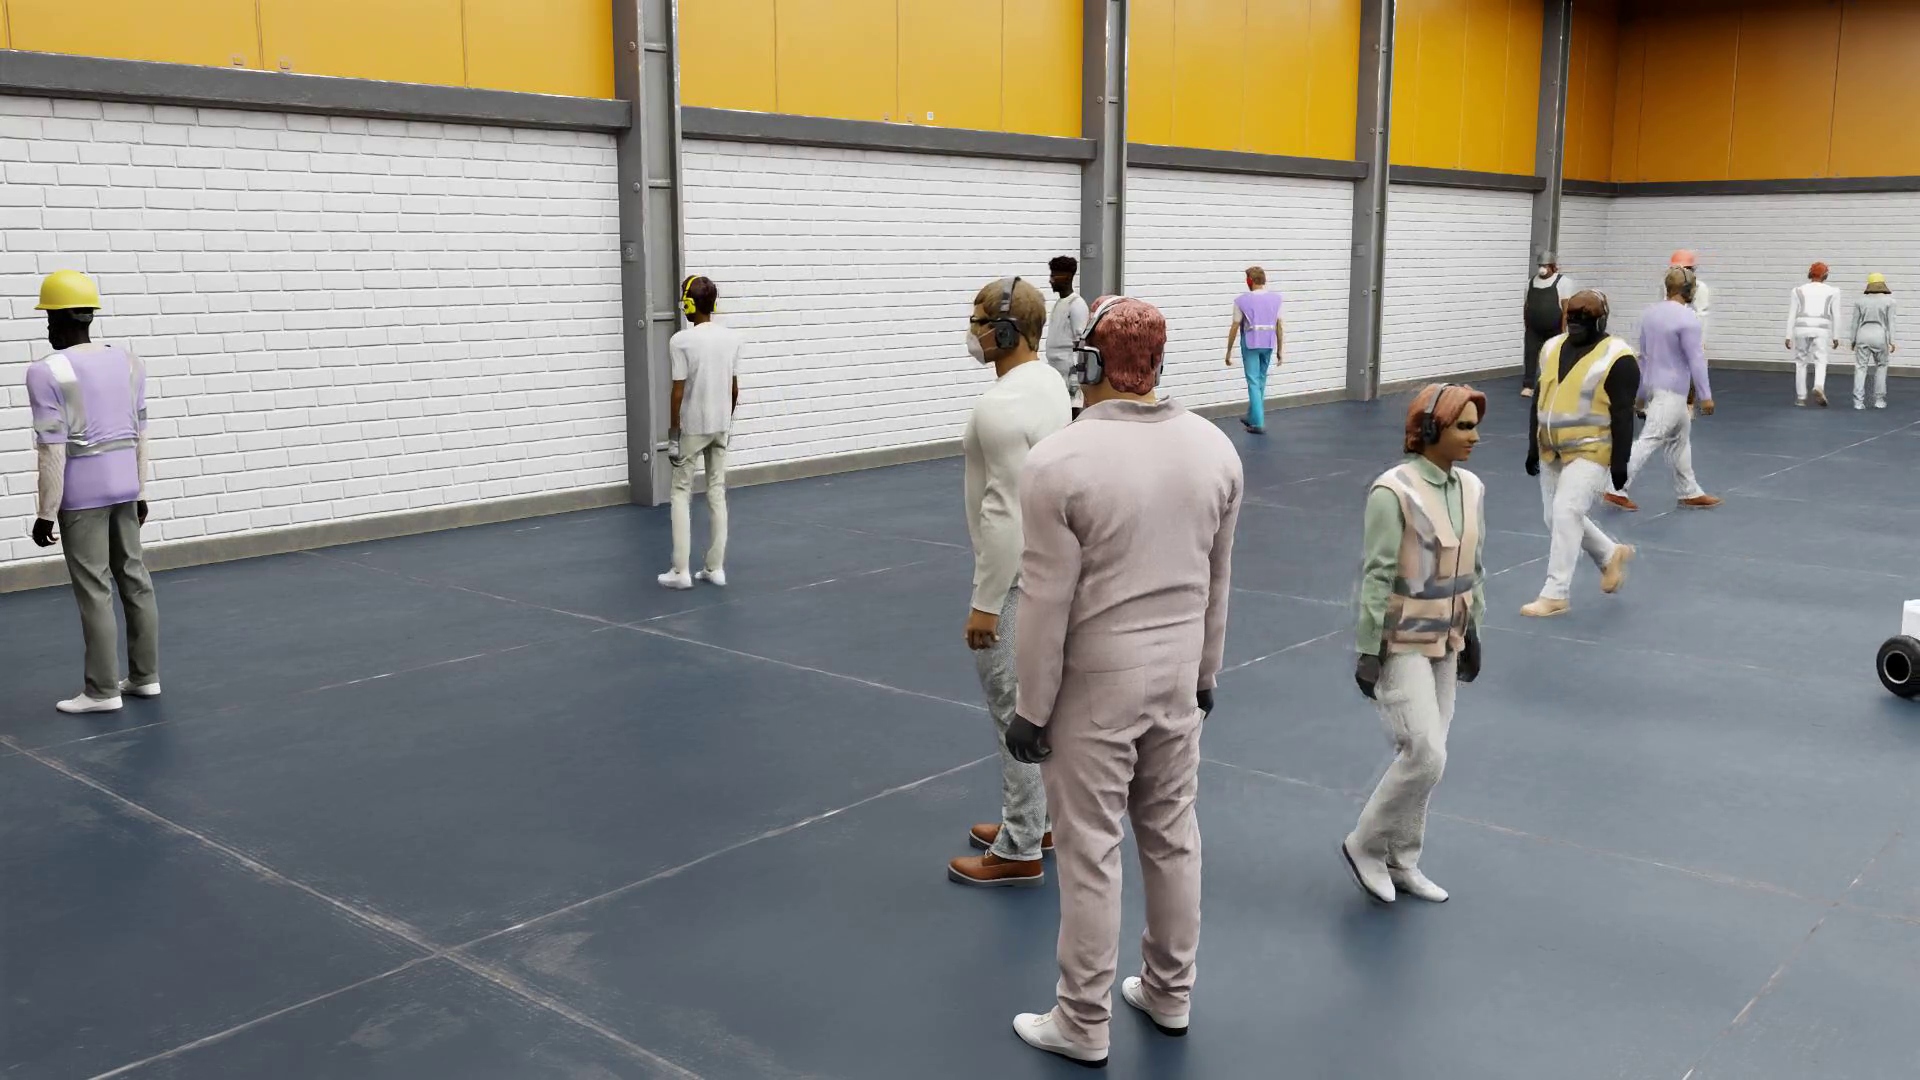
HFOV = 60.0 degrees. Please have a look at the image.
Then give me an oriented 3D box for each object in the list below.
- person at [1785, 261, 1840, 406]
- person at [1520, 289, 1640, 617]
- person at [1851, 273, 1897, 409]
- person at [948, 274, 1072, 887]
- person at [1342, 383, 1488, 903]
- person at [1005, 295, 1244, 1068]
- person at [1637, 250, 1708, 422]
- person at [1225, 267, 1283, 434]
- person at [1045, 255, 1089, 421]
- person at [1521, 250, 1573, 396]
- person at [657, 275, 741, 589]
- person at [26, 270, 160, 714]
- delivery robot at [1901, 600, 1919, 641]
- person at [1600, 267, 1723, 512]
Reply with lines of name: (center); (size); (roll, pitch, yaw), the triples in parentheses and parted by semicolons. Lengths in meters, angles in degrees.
person: (10.844, -2.610, 21.166); (0.613, 1.860, 0.671); (5, 11, 24)
person: (3.478, -0.483, 9.204); (0.786, 1.810, 0.629); (-5, 11, -24)
person: (11.544, -2.512, 20.999); (0.530, 1.700, 0.693); (10, 14, 44)
person: (0.167, 0.136, 5.300); (0.368, 1.940, 0.632); (3, 10, 15)
person: (1.410, 0.334, 5.059); (0.535, 1.621, 0.377); (-9, 13, -40)
person: (0.383, 0.353, 4.155); (0.641, 1.908, 0.407); (-7, 12, -33)
person: (8.247, -2.324, 19.159); (1.033, 1.987, 0.630); (-9, 14, -43)
person: (3.207, -2.090, 18.316); (0.591, 1.808, 0.790); (-3, 11, -18)
person: (0.918, -1.487, 14.461); (0.361, 1.963, 0.612); (-3, 10, -15)
person: (8.099, -3.014, 22.944); (0.677, 2.000, 0.924); (7, 12, 36)
person: (-1.550, -0.639, 9.936); (0.535, 1.864, 0.410); (-9, 13, -40)
person: (-3.787, -0.202, 7.250); (0.374, 1.928, 0.584); (3, 11, 18)
delivery robot: (4.531, 0.426, 7.317); (0.477, 0.478, 0.707); (-3, 10, -17)
person: (5.404, -1.139, 12.737); (1.033, 1.894, 0.640); (-1, 10, -5)
